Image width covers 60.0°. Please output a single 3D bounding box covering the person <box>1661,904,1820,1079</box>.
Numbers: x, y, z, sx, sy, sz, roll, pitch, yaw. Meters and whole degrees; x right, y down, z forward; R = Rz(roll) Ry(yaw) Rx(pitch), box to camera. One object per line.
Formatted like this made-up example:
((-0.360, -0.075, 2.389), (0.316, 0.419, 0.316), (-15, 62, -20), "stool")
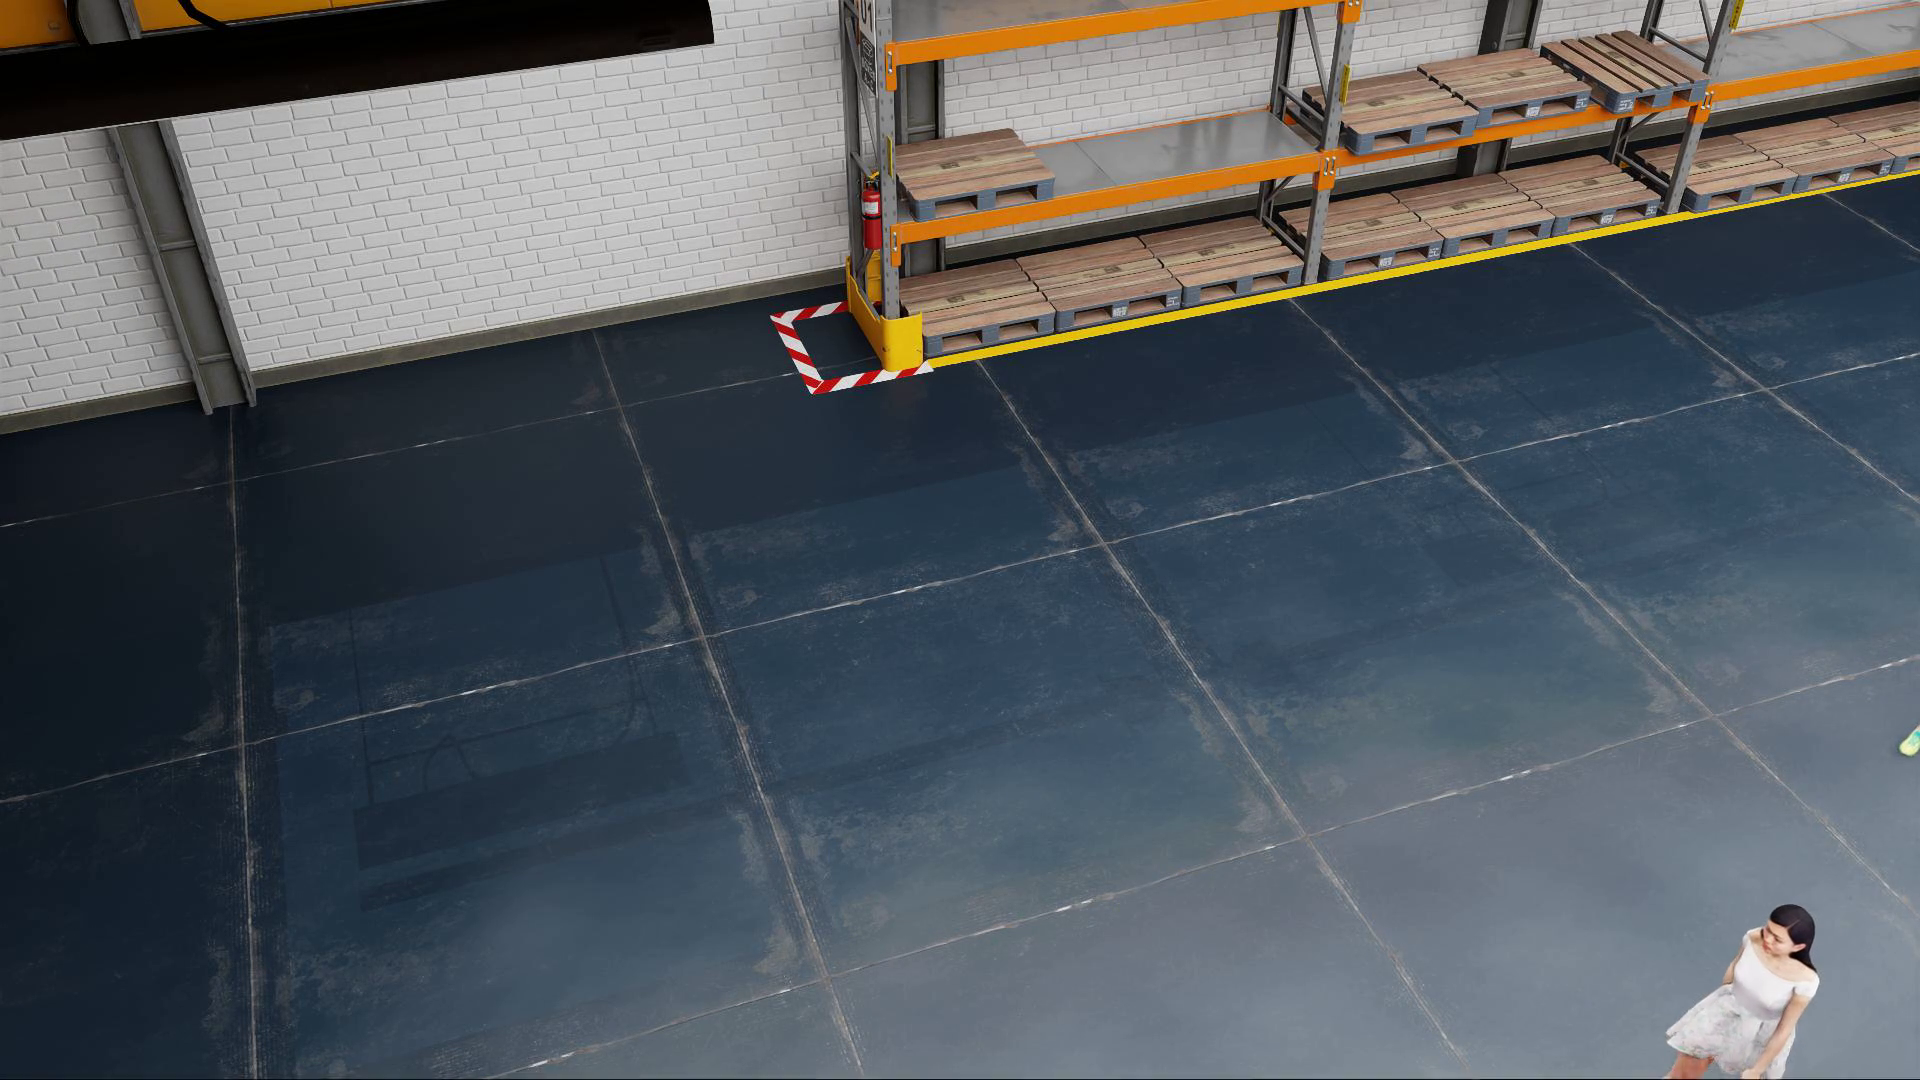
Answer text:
((3.808, 2.335, 7.934), (1.214, 1.727, 0.760), (-20, 43, -23), "person")
